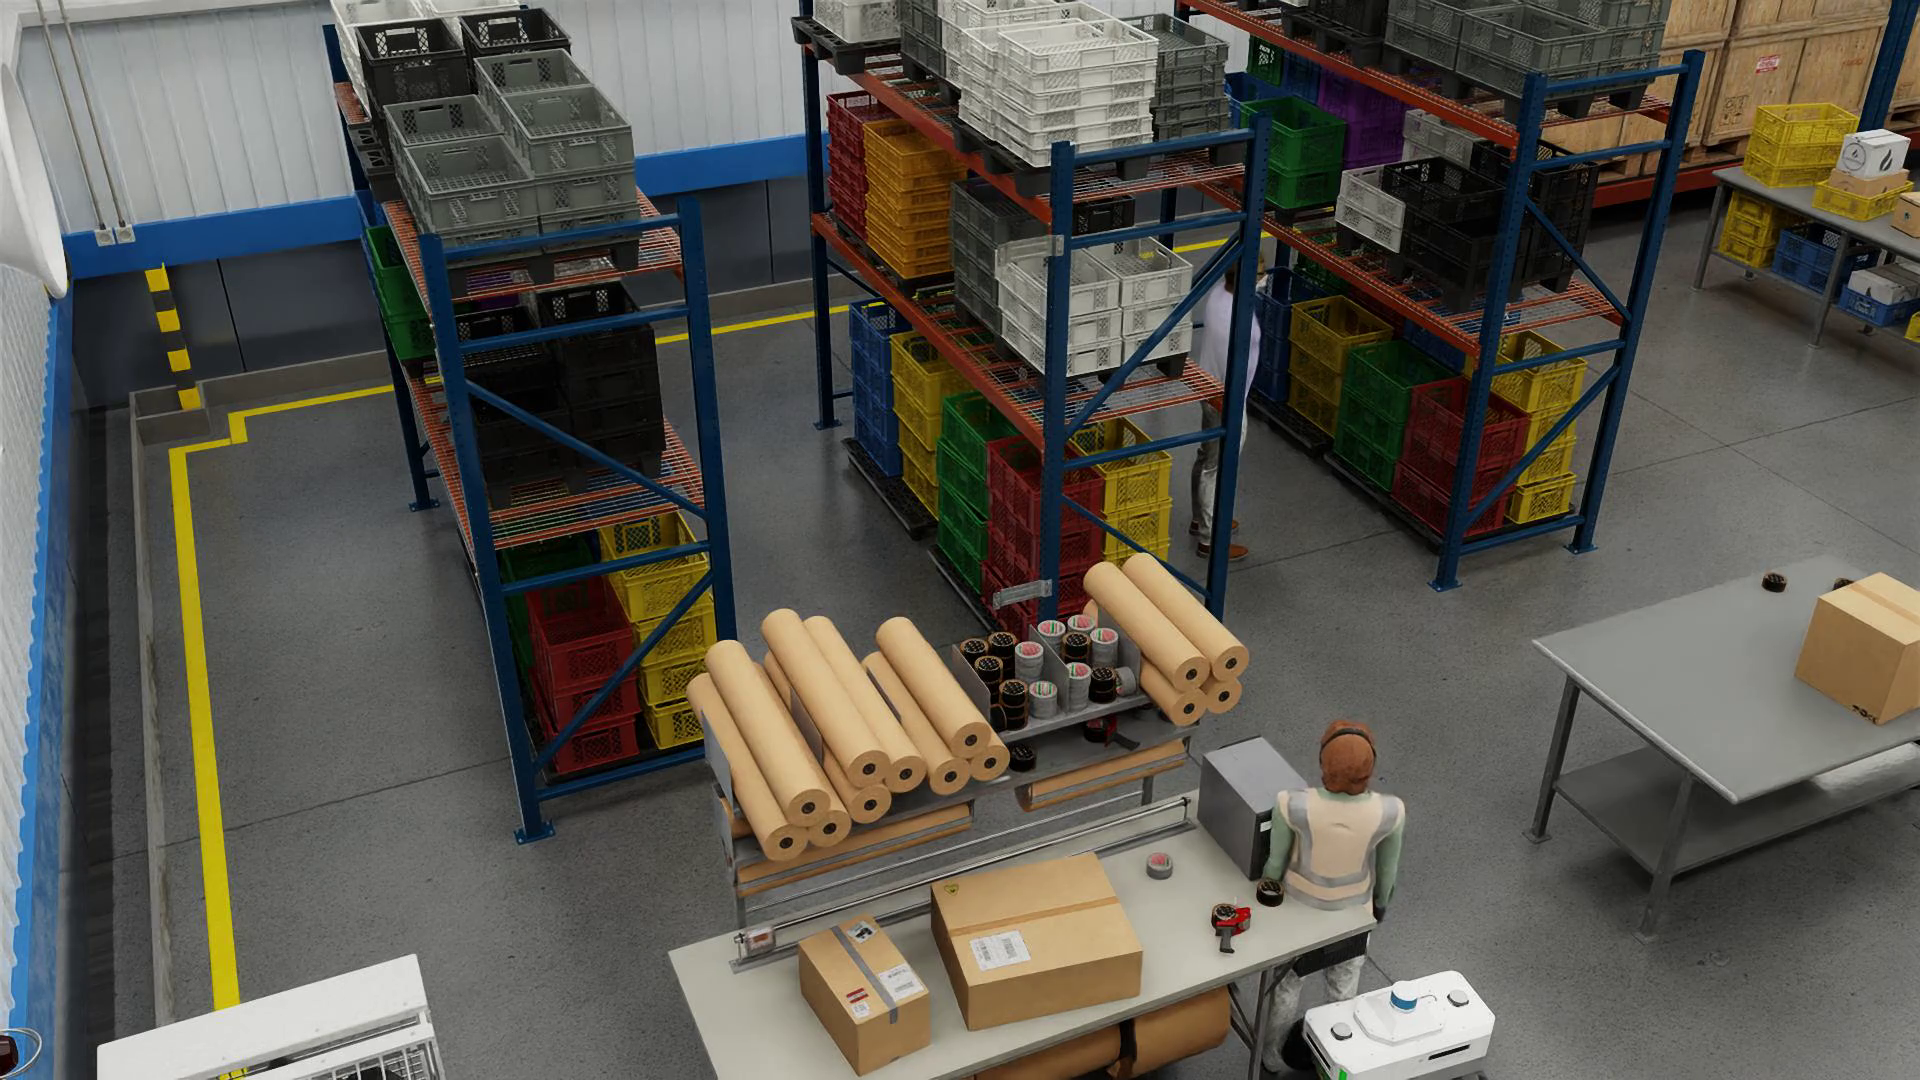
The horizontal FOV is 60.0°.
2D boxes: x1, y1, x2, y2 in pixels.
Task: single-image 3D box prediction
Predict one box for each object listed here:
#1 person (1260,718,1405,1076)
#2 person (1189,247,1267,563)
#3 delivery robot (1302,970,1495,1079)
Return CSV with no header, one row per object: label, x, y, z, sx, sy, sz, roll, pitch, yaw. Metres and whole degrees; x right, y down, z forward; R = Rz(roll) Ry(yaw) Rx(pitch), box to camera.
person,1.396,1.402,6.381,0.522,1.631,0.320,1,32,2
person,1.554,-0.803,9.671,0.373,1.940,0.628,1,32,1
delivery robot,1.702,1.921,6.470,0.707,0.478,0.477,-10,33,-16
